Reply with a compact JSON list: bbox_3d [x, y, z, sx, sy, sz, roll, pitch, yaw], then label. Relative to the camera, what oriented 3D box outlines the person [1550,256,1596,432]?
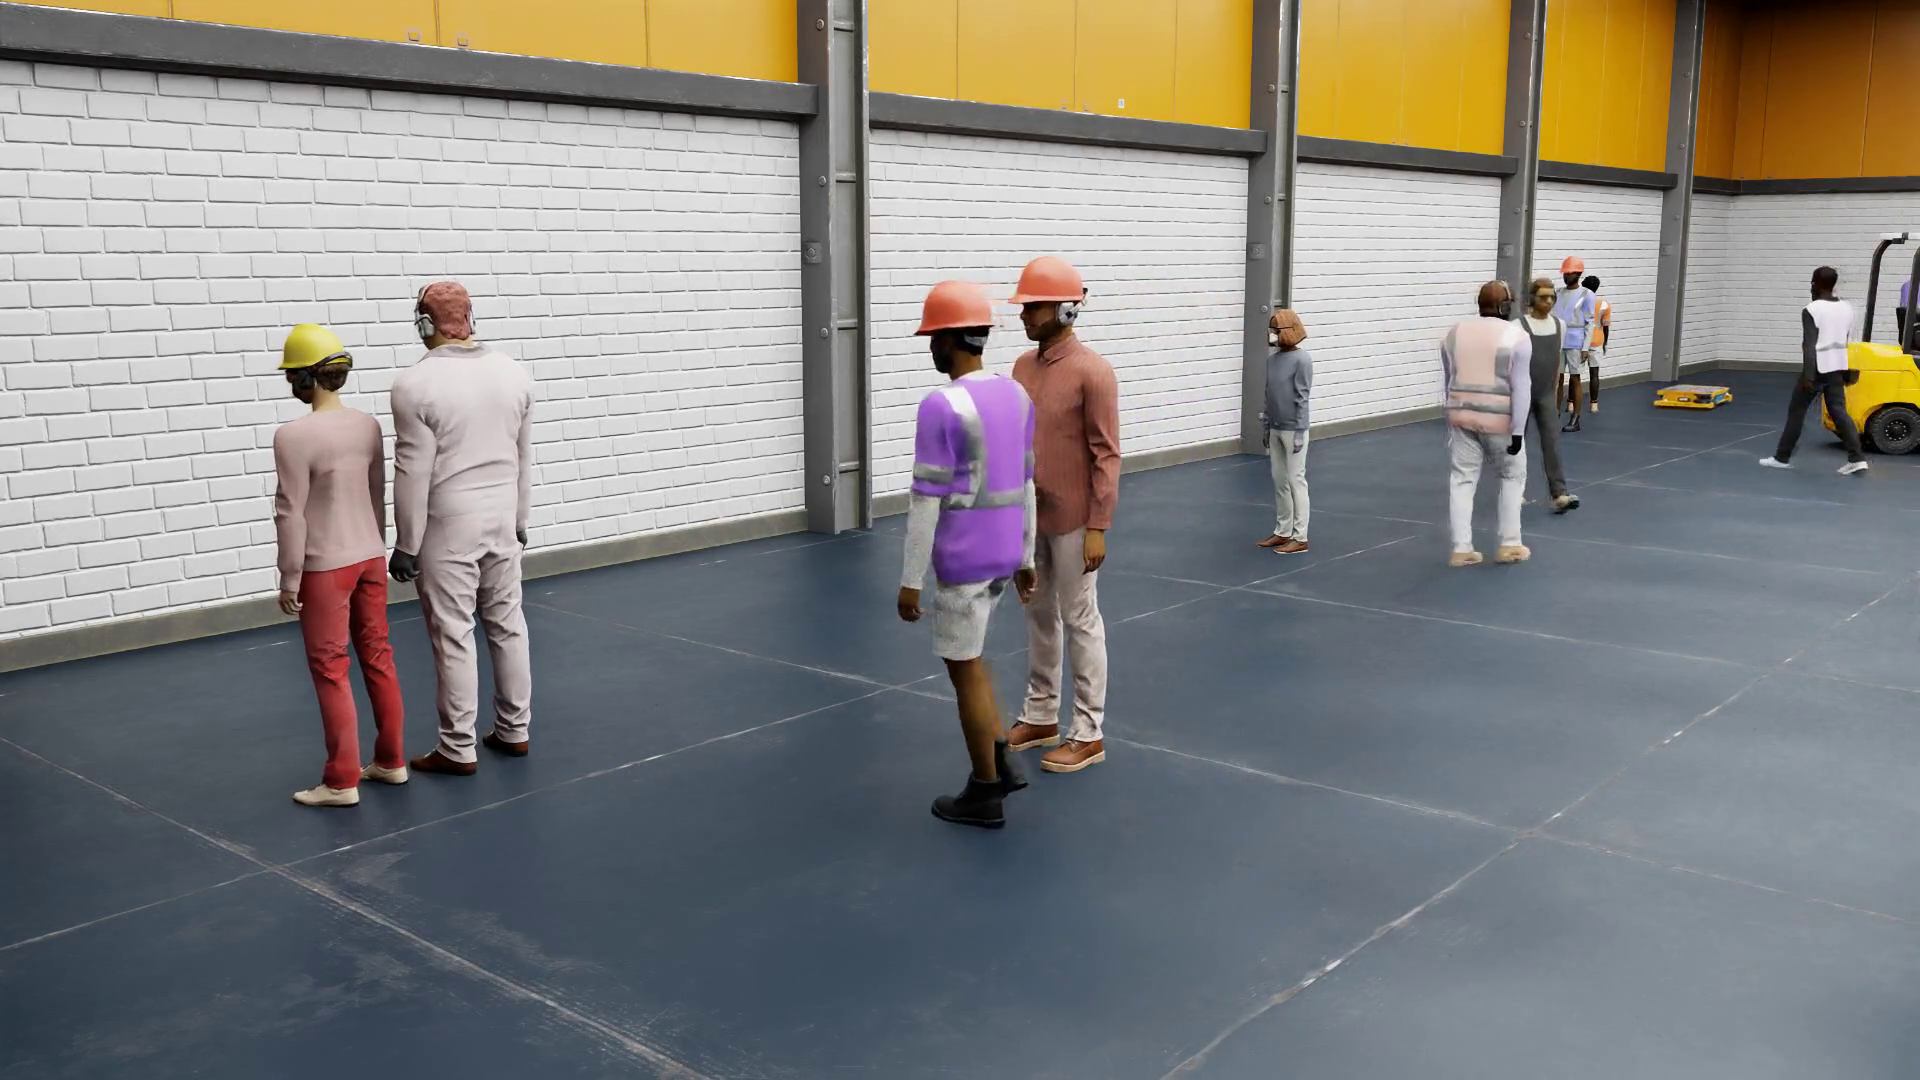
[{"bbox_3d":[6.733,-2.166,18.422,0.355,1.942,0.543,-7,12,-35],"label":"person"}]

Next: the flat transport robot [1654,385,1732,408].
[{"bbox_3d":[9.438,-1.852,21.383,0.652,0.197,1.431,7,12,35],"label":"flat transport robot"}]

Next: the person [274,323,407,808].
[{"bbox_3d":[-2.297,0.092,6.092,0.343,1.757,0.519,3,11,19],"label":"person"}]

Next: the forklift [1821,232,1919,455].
[{"bbox_3d":[9.955,-1.972,16.595,2.313,2.155,1.214,1,10,8],"label":"forklift"}]

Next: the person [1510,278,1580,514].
[{"bbox_3d":[4.437,-1.101,12.774,0.528,1.791,0.967,-2,10,-10],"label":"person"}]

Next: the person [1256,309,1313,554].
[{"bbox_3d":[2.176,-0.724,11.112,0.284,1.624,0.494,-4,11,-21],"label":"person"}]

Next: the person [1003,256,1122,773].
[{"bbox_3d":[0.363,-0.097,6.484,0.395,1.993,0.614,-6,12,-32],"label":"person"}]

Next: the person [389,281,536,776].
[{"bbox_3d":[-1.942,-0.042,6.447,0.407,1.902,0.639,7,12,33],"label":"person"}]

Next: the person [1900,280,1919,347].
[{"bbox_3d":[13.752,-3.091,23.956,0.389,1.847,0.567,-2,10,-12],"label":"person"}]

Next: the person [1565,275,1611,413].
[{"bbox_3d":[7.733,-2.408,20.513,0.532,1.690,0.319,3,10,14],"label":"person"}]

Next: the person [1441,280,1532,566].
[{"bbox_3d":[3.422,-0.744,10.688,0.630,1.821,0.700,9,14,42],"label":"person"}]

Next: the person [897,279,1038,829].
[{"bbox_3d":[0.016,0.063,5.790,0.422,1.915,0.561,6,12,33],"label":"person"}]

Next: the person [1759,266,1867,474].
[{"bbox_3d":[7.833,-1.535,15.056,0.613,1.874,1.011,-4,11,-24],"label":"person"}]
